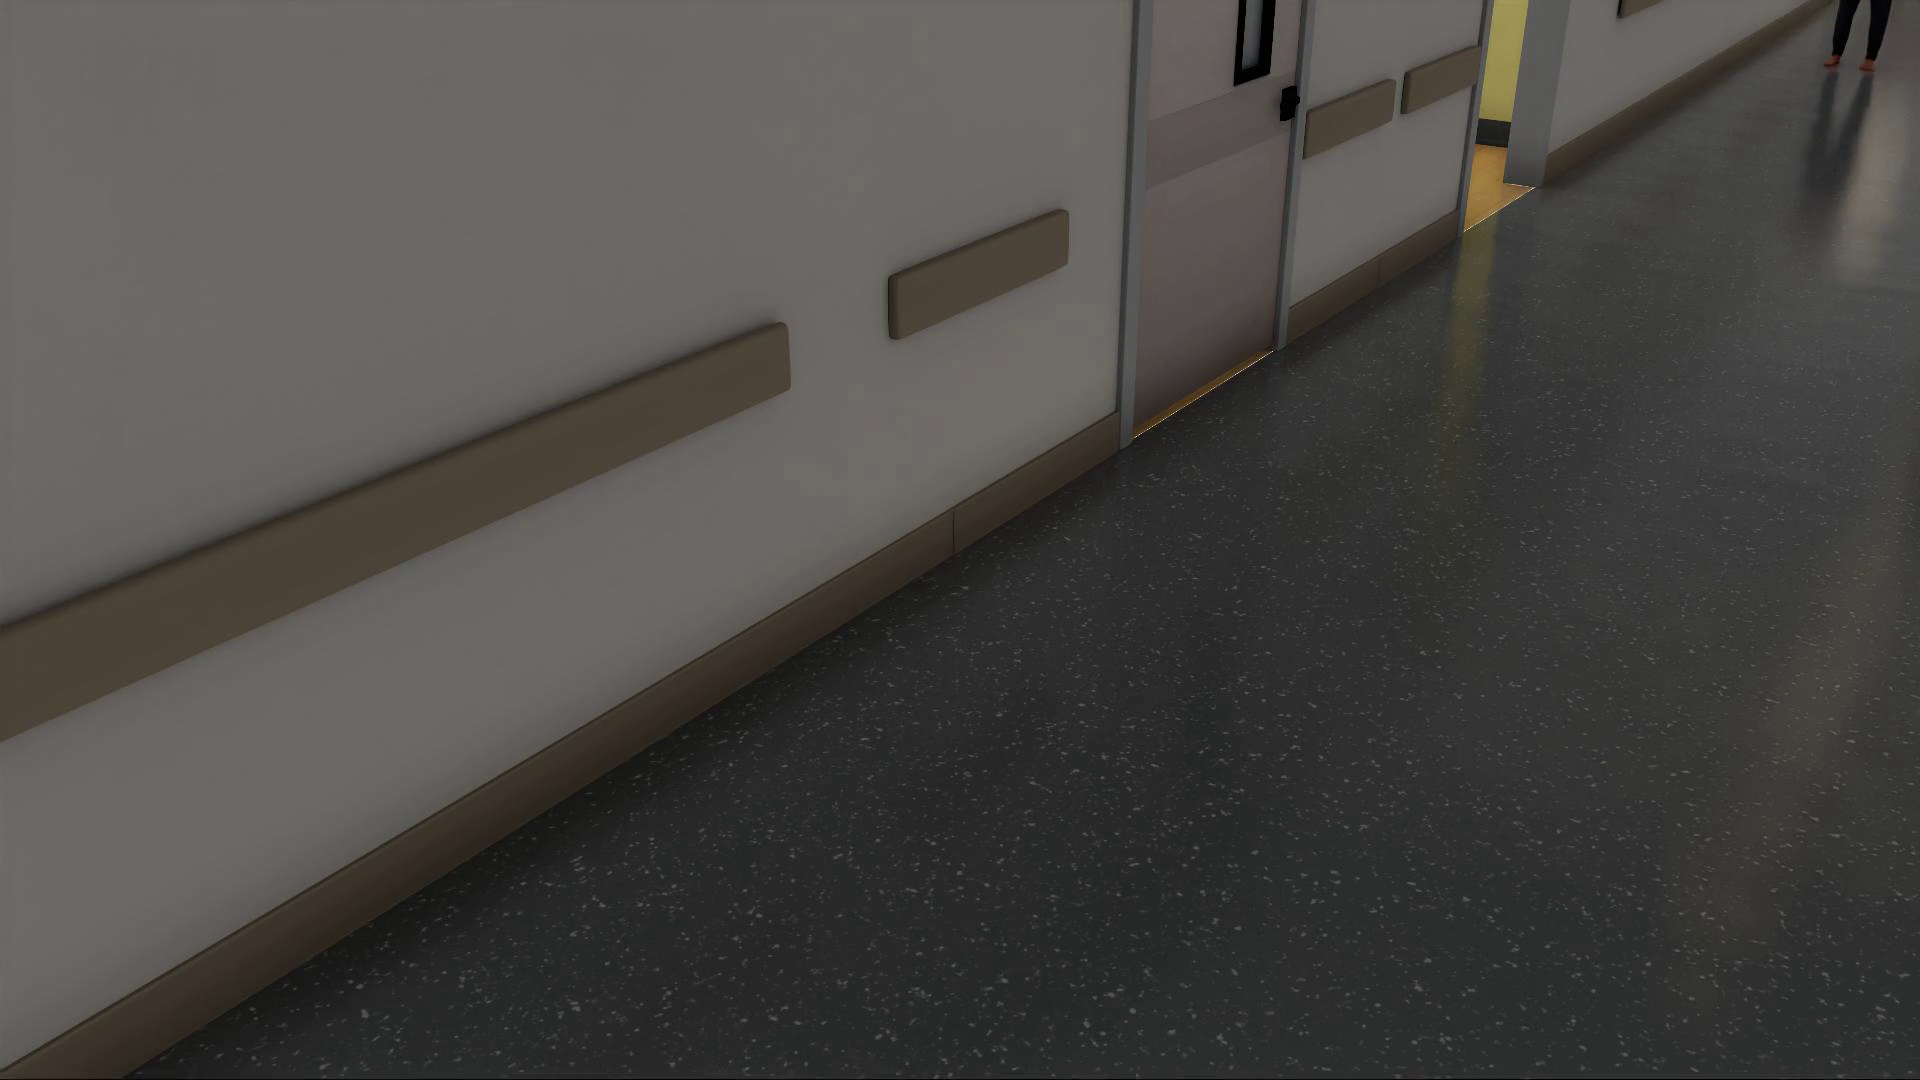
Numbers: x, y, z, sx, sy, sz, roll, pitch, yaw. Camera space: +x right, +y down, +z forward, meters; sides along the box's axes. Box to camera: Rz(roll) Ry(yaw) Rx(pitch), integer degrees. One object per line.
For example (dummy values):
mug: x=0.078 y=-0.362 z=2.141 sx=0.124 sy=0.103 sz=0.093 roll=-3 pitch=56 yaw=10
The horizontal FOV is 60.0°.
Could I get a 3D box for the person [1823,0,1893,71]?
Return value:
person: x=7.109 y=-4.558 z=12.901 sx=0.454 sy=1.726 sz=0.656 roll=18 pitch=31 yaw=32
